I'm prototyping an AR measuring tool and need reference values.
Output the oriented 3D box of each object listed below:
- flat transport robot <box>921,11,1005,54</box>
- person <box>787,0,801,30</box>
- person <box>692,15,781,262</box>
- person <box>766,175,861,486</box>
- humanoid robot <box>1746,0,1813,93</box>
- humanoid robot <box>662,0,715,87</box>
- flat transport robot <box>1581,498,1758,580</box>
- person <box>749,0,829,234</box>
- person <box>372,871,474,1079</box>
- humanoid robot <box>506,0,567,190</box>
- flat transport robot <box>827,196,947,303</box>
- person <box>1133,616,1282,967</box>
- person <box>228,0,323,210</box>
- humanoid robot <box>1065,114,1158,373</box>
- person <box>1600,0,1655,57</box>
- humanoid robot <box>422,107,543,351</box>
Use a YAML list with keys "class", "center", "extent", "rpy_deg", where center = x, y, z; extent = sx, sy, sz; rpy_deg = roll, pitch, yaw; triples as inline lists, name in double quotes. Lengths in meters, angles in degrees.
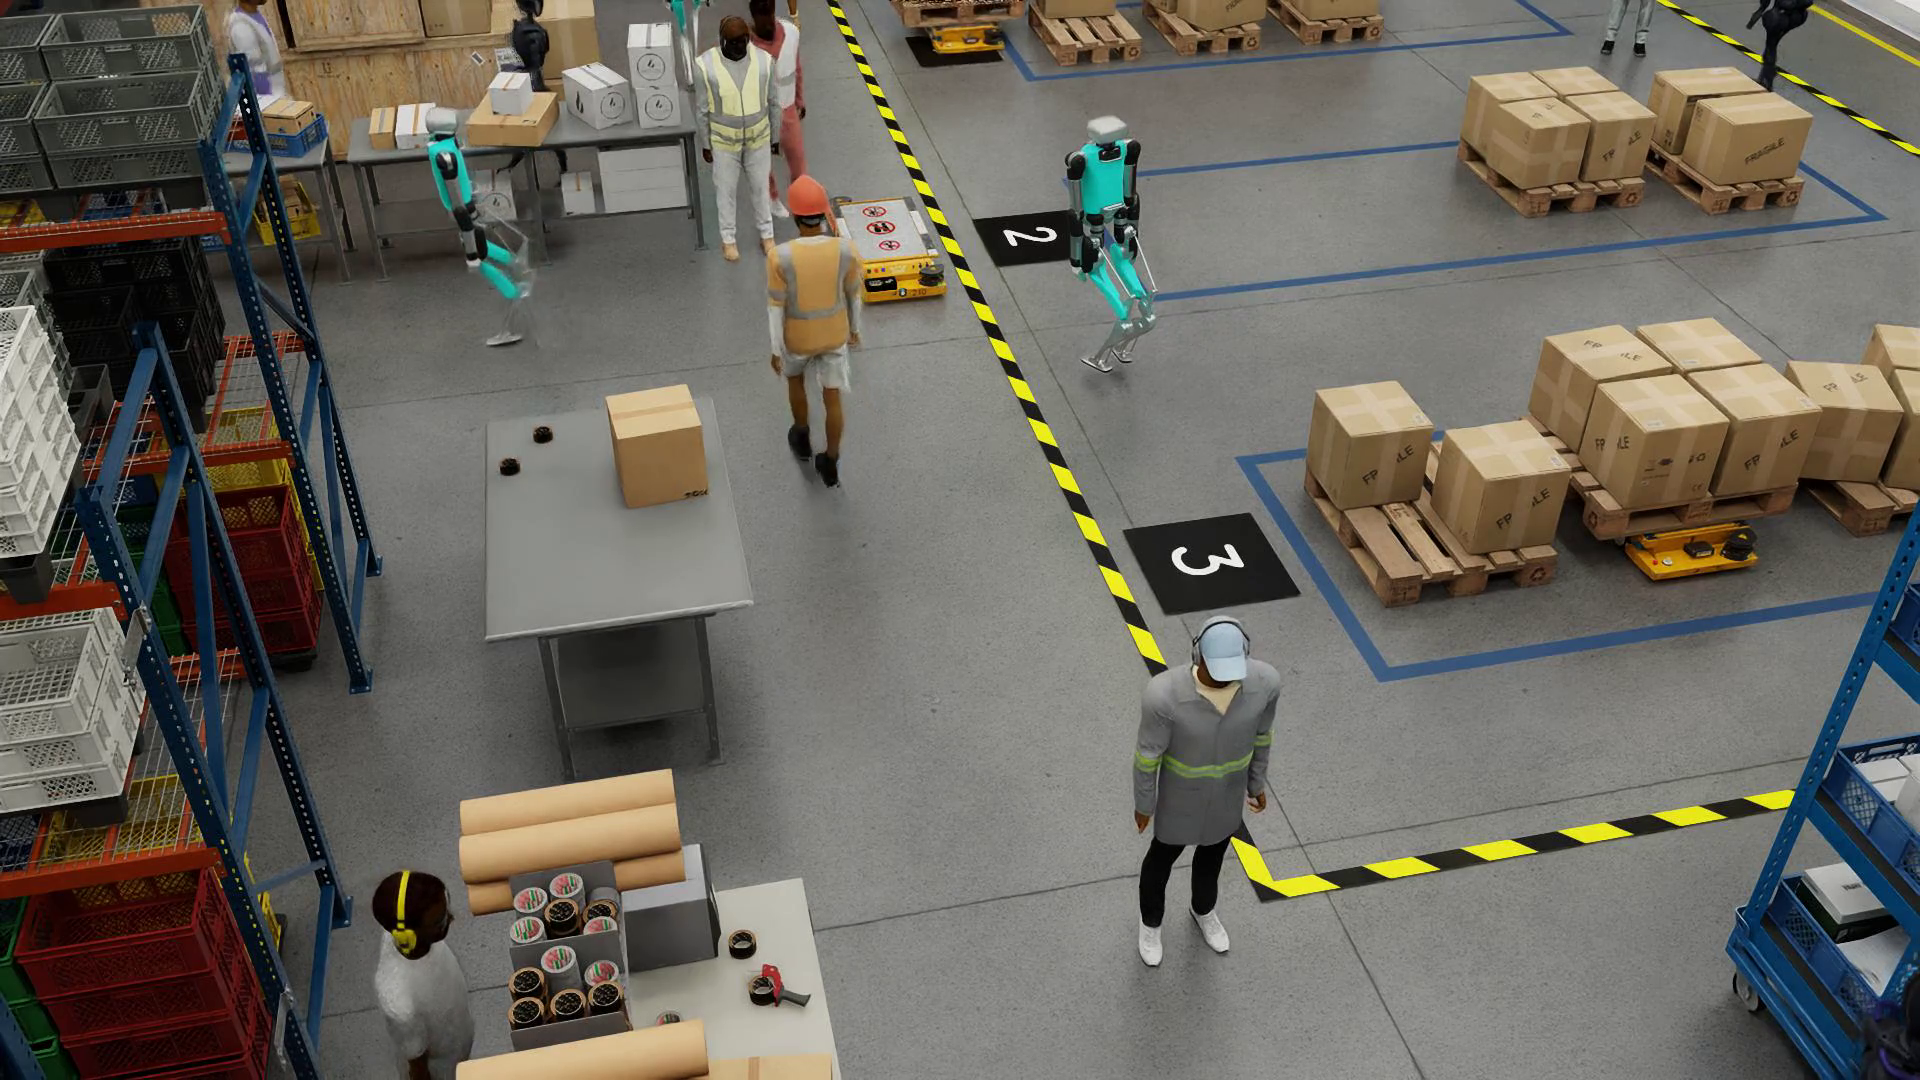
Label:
- class: "flat transport robot"
  center: [-0.043, -5.169, 16.478]
  extent: [0.652, 0.197, 1.431]
  rpy_deg: [-8, 37, -10]
- class: "person"
  center: [-1.821, -5.884, 15.988]
  extent: [0.611, 2.029, 0.401]
  rpy_deg: [-9, 38, -12]
- class: "person"
  center: [-1.605, -2.938, 12.194]
  extent: [0.622, 1.837, 0.429]
  rpy_deg: [-11, 38, -15]
- class: "person"
  center: [-0.882, -1.279, 9.891]
  extent: [0.577, 1.912, 0.754]
  rpy_deg: [-10, 38, -13]
- class: "humanoid robot"
  center: [7.283, -4.730, 14.741]
  extent: [0.589, 1.642, 0.550]
  rpy_deg: [-15, 39, -19]
- class: "humanoid robot"
  center: [-2.501, -5.022, 15.060]
  extent: [0.554, 1.748, 0.946]
  rpy_deg: [-10, 38, -13]
- class: "flat transport robot"
  center: [4.062, -0.294, 9.926]
  extent: [0.652, 0.197, 1.431]
  rpy_deg: [-8, 37, -10]
- class: "person"
  center: [-1.371, -3.188, 12.501]
  extent: [0.618, 1.862, 0.949]
  rpy_deg: [-19, 41, -24]
- class: "person"
  center: [-1.774, 1.818, 5.774]
  extent: [0.309, 1.864, 0.529]
  rpy_deg: [-6, 37, -7]
- class: "humanoid robot"
  center: [-3.440, -3.538, 13.172]
  extent: [0.726, 1.644, 0.608]
  rpy_deg: [-11, 38, -15]
- class: "flat transport robot"
  center: [-0.570, -2.220, 12.538]
  extent: [0.659, 0.231, 1.431]
  rpy_deg: [-8, 37, -10]
- class: "person"
  center: [1.000, 1.040, 6.829]
  extent: [0.597, 1.850, 0.397]
  rpy_deg: [-8, 37, -10]
- class: "person"
  center: [-5.213, -3.385, 12.637]
  extent: [0.436, 2.030, 0.608]
  rpy_deg: [-5, 37, -7]
- class: "humanoid robot"
  center: [1.031, -1.827, 10.665]
  extent: [0.533, 1.679, 0.735]
  rpy_deg: [-20, 41, -24]
- class: "person"
  center: [6.440, -5.463, 15.583]
  extent: [0.589, 1.836, 0.404]
  rpy_deg: [10, 38, 13]
- class: "humanoid robot"
  center: [-3.066, -1.993, 11.100]
  extent: [0.732, 1.899, 0.551]
  rpy_deg: [-12, 38, -16]
